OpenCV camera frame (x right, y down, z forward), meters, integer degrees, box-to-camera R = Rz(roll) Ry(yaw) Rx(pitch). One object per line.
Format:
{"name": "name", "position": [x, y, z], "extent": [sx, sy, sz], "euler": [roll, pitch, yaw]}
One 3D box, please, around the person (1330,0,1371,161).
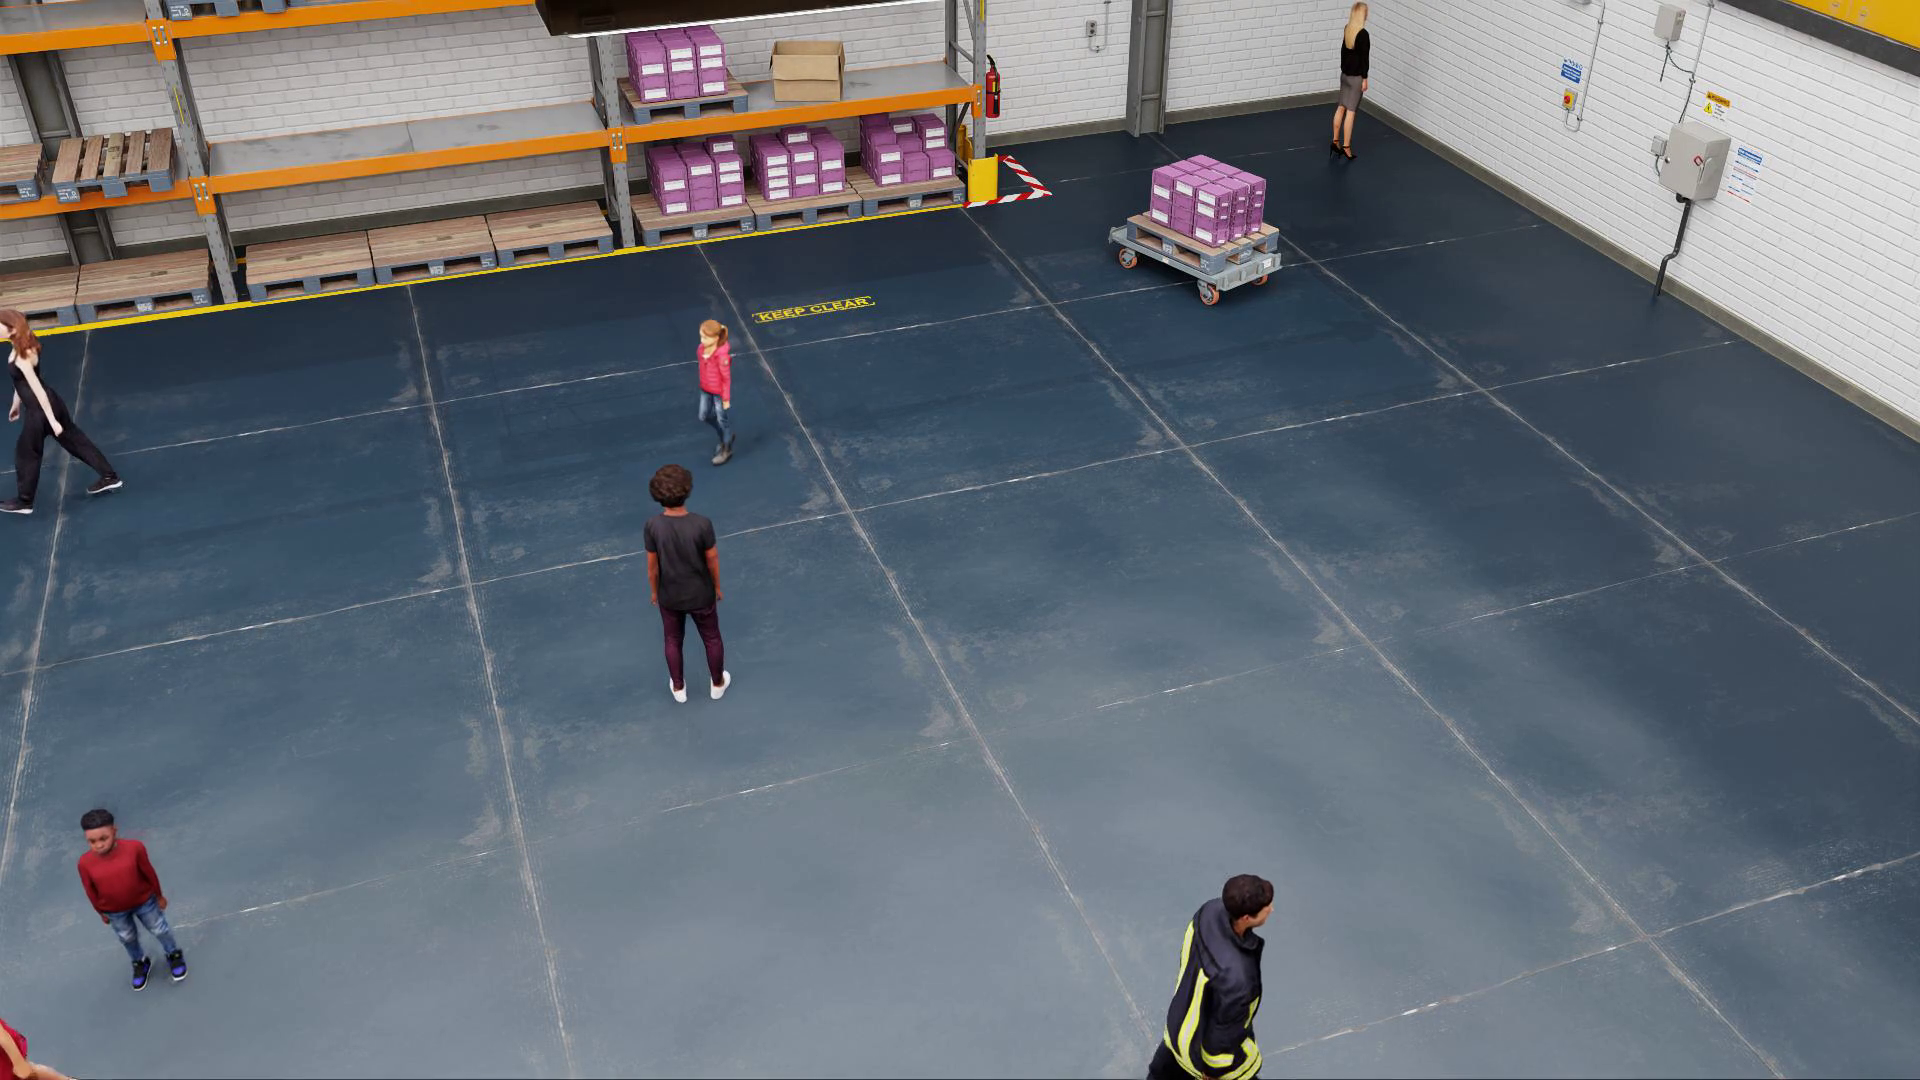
{"name": "person", "position": [4.588, -5.381, 19.492], "extent": [0.568, 1.843, 0.619], "euler": [-15, 37, -22]}

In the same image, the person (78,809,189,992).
{"name": "person", "position": [-4.522, 1.925, 9.040], "extent": [0.450, 1.245, 0.573], "euler": [-15, 36, -21]}

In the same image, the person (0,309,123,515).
{"name": "person", "position": [-7.113, -1.036, 13.094], "extent": [1.162, 1.689, 0.690], "euler": [-17, 37, -23]}

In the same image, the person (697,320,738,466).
{"name": "person", "position": [-1.964, -1.253, 13.765], "extent": [0.627, 1.308, 0.667], "euler": [27, 42, 34]}

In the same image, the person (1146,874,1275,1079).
{"name": "person", "position": [1.098, 2.295, 7.902], "extent": [1.138, 1.889, 0.942], "euler": [-5, 34, -7]}

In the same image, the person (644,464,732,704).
{"name": "person", "position": [-1.820, 0.302, 10.999], "extent": [0.568, 1.780, 0.736], "euler": [-4, 34, -6]}
